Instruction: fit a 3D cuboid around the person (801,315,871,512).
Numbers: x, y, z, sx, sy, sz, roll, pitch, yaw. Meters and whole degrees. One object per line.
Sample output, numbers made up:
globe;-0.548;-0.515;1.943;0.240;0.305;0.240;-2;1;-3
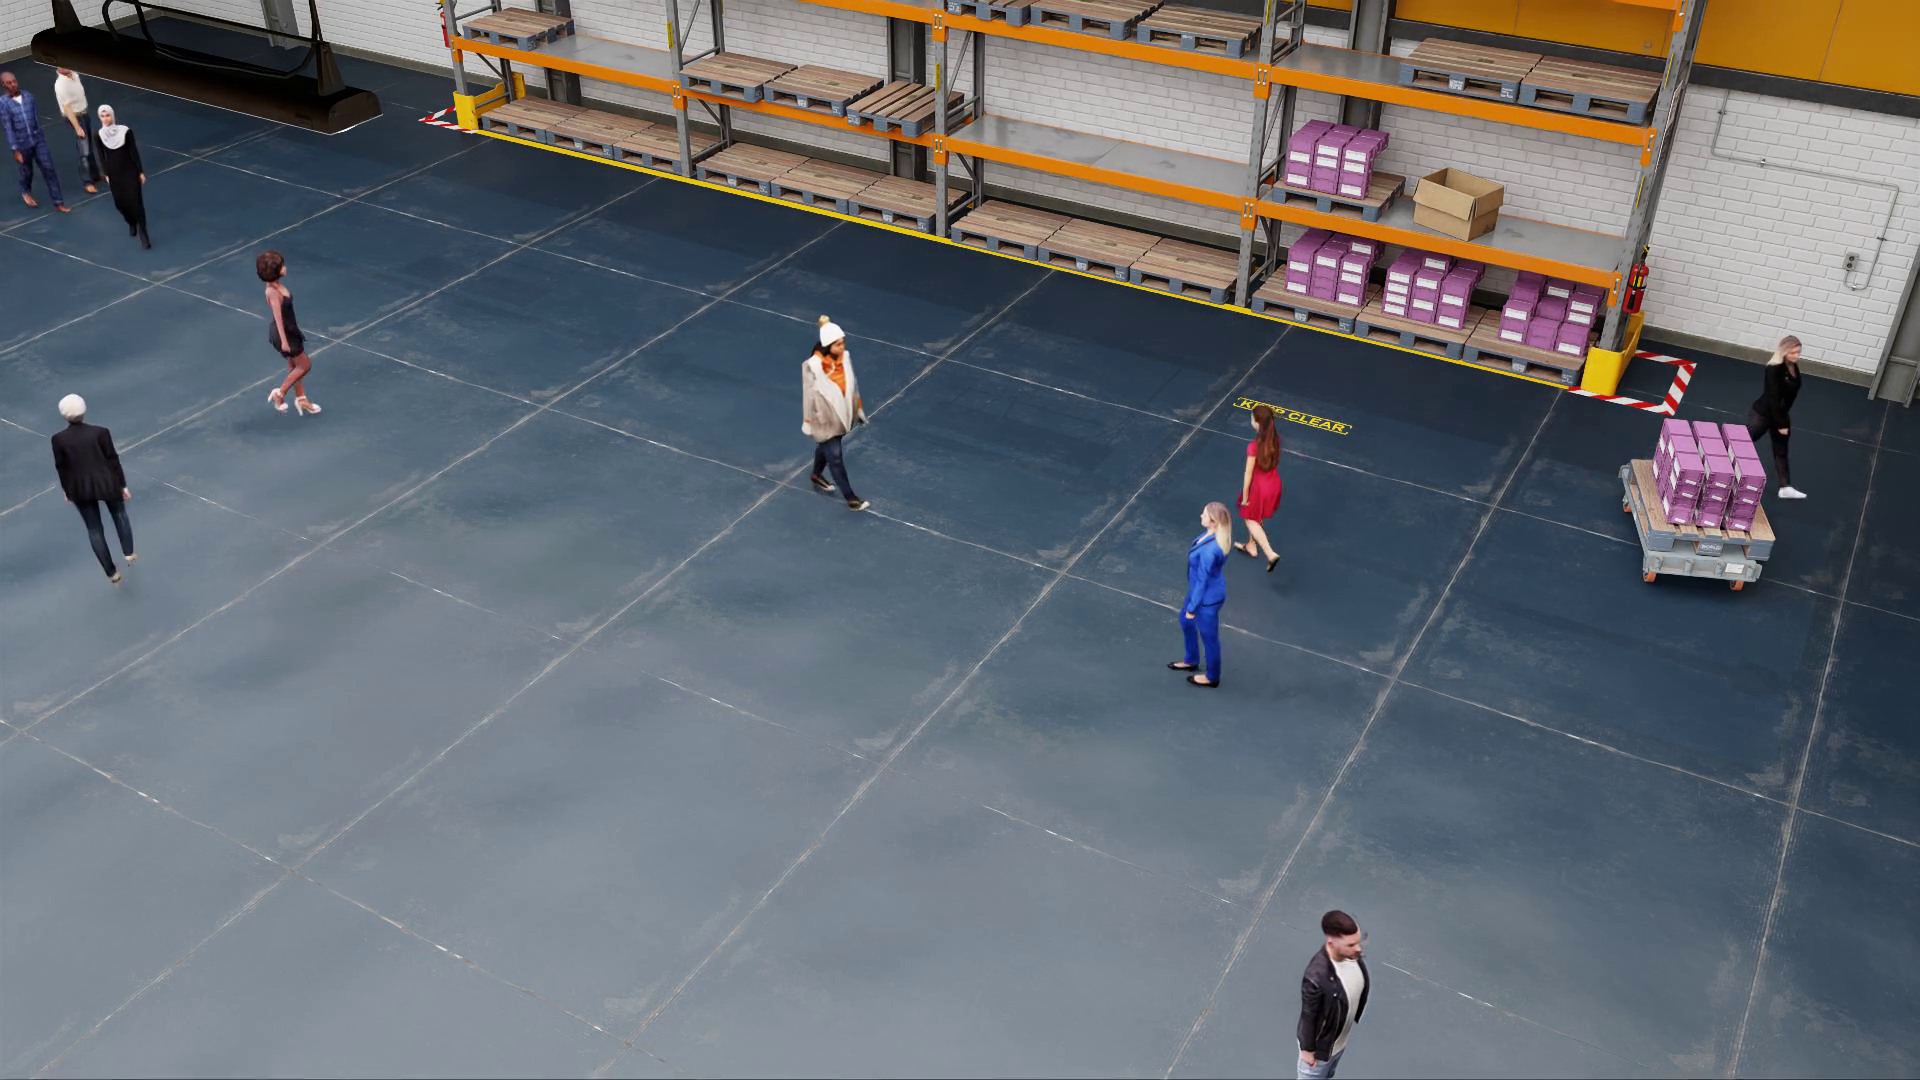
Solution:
person;-1.250;-1.186;15.213;1.178;1.845;0.848;25;41;32

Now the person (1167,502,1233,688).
person;2.010;0.449;12.893;0.760;1.691;0.732;8;34;12

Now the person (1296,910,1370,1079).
person;2.031;2.753;9.295;0.590;1.837;0.681;23;40;31

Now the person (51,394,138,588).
person;-7.250;-0.356;13.865;0.985;1.772;0.969;-13;36;-18

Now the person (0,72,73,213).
person;-11.869;-5.039;21.071;1.172;1.778;0.725;22;39;29

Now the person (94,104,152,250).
person;-10.117;-4.425;20.156;0.792;1.769;0.862;-13;36;-19

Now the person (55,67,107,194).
person;-11.538;-5.486;21.707;0.871;1.819;0.921;-8;35;-12

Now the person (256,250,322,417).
person;-6.766;-2.004;16.504;0.853;1.779;0.802;-10;35;-15

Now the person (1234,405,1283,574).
person;2.643;-0.415;14.340;0.799;1.529;0.971;-18;38;-25

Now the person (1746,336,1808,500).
person;7.352;-1.152;15.340;0.868;1.649;1.131;-25;41;-33
